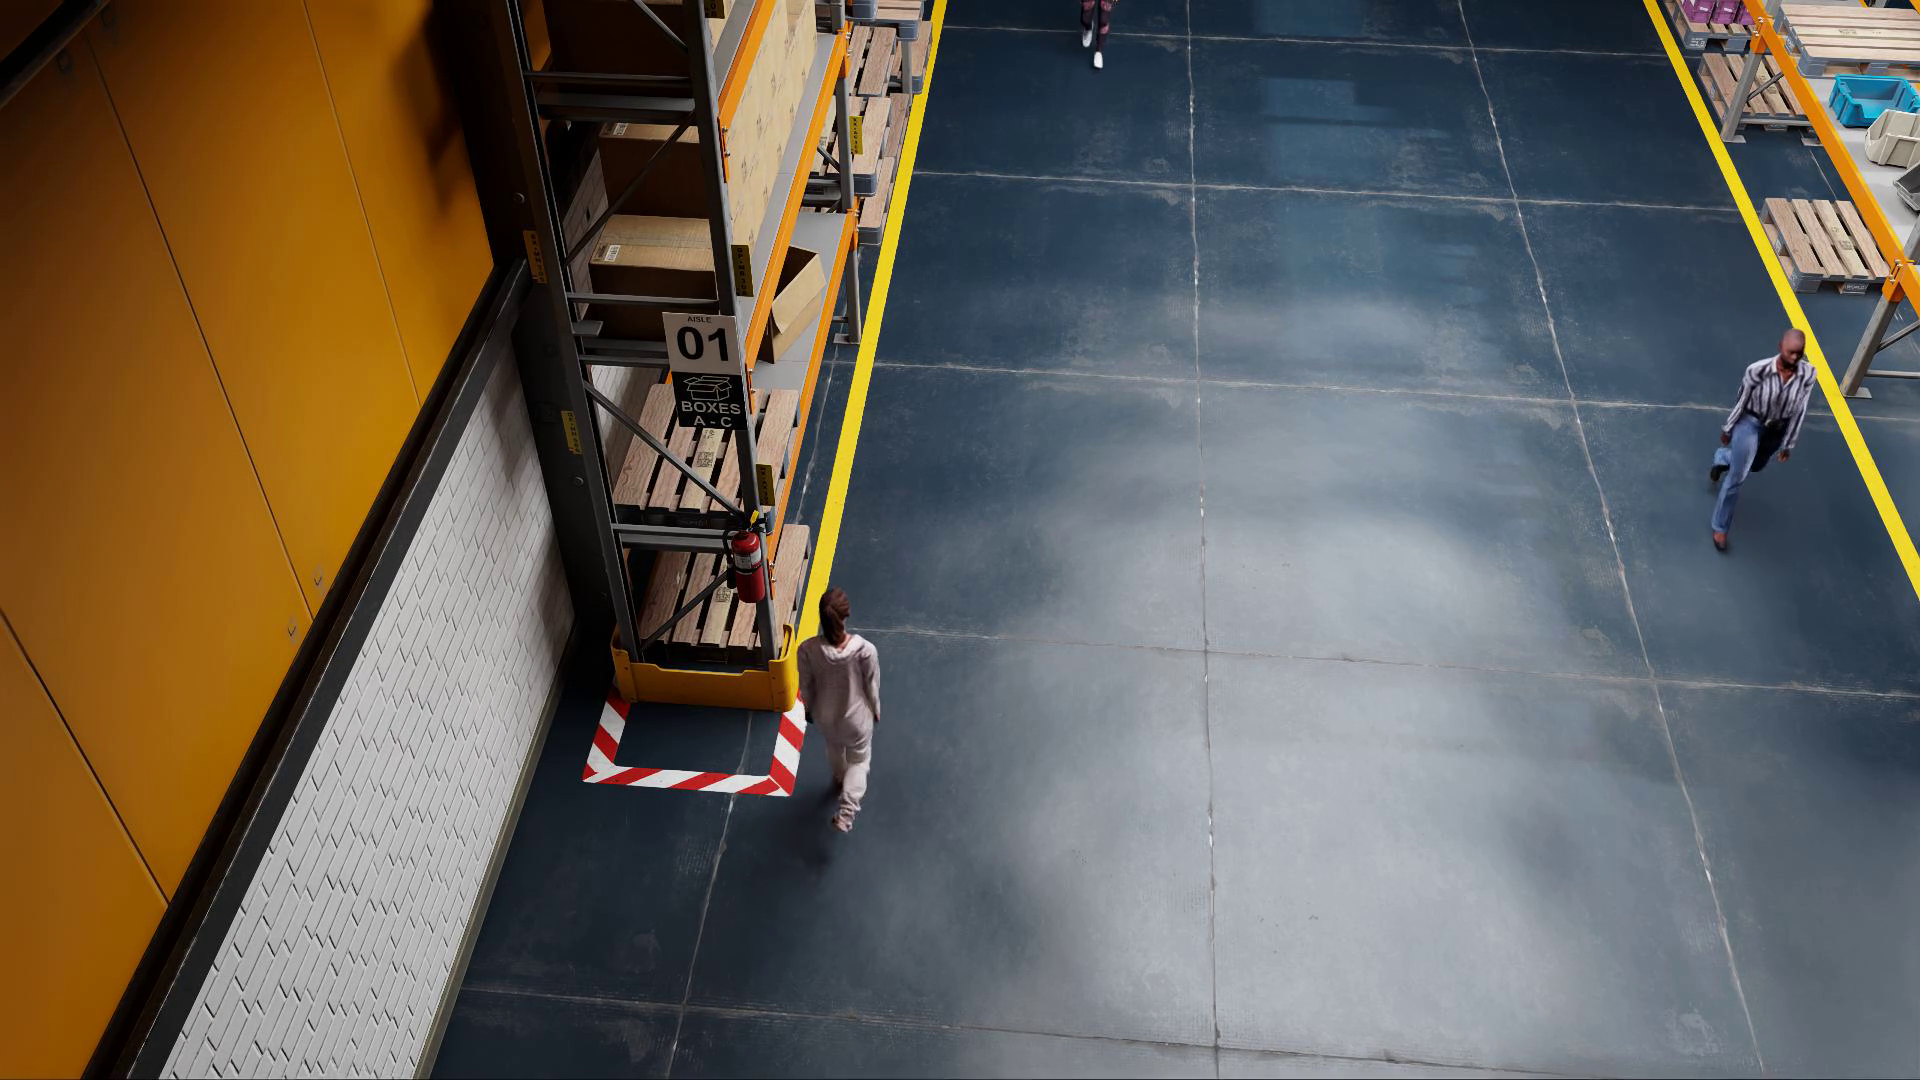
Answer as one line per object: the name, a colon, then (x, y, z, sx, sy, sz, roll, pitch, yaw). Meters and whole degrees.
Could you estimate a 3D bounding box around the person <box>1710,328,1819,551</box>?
person: (5.624, -0.811, 11.774, 0.670, 1.768, 1.043, 1, 44, 1)

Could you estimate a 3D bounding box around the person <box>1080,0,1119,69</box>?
person: (1.418, -5.696, 17.000, 0.585, 1.632, 0.814, 1, 44, 1)

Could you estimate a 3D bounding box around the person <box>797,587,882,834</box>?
person: (-0.715, 1.082, 9.873, 0.678, 1.650, 0.954, 5, 44, 5)
